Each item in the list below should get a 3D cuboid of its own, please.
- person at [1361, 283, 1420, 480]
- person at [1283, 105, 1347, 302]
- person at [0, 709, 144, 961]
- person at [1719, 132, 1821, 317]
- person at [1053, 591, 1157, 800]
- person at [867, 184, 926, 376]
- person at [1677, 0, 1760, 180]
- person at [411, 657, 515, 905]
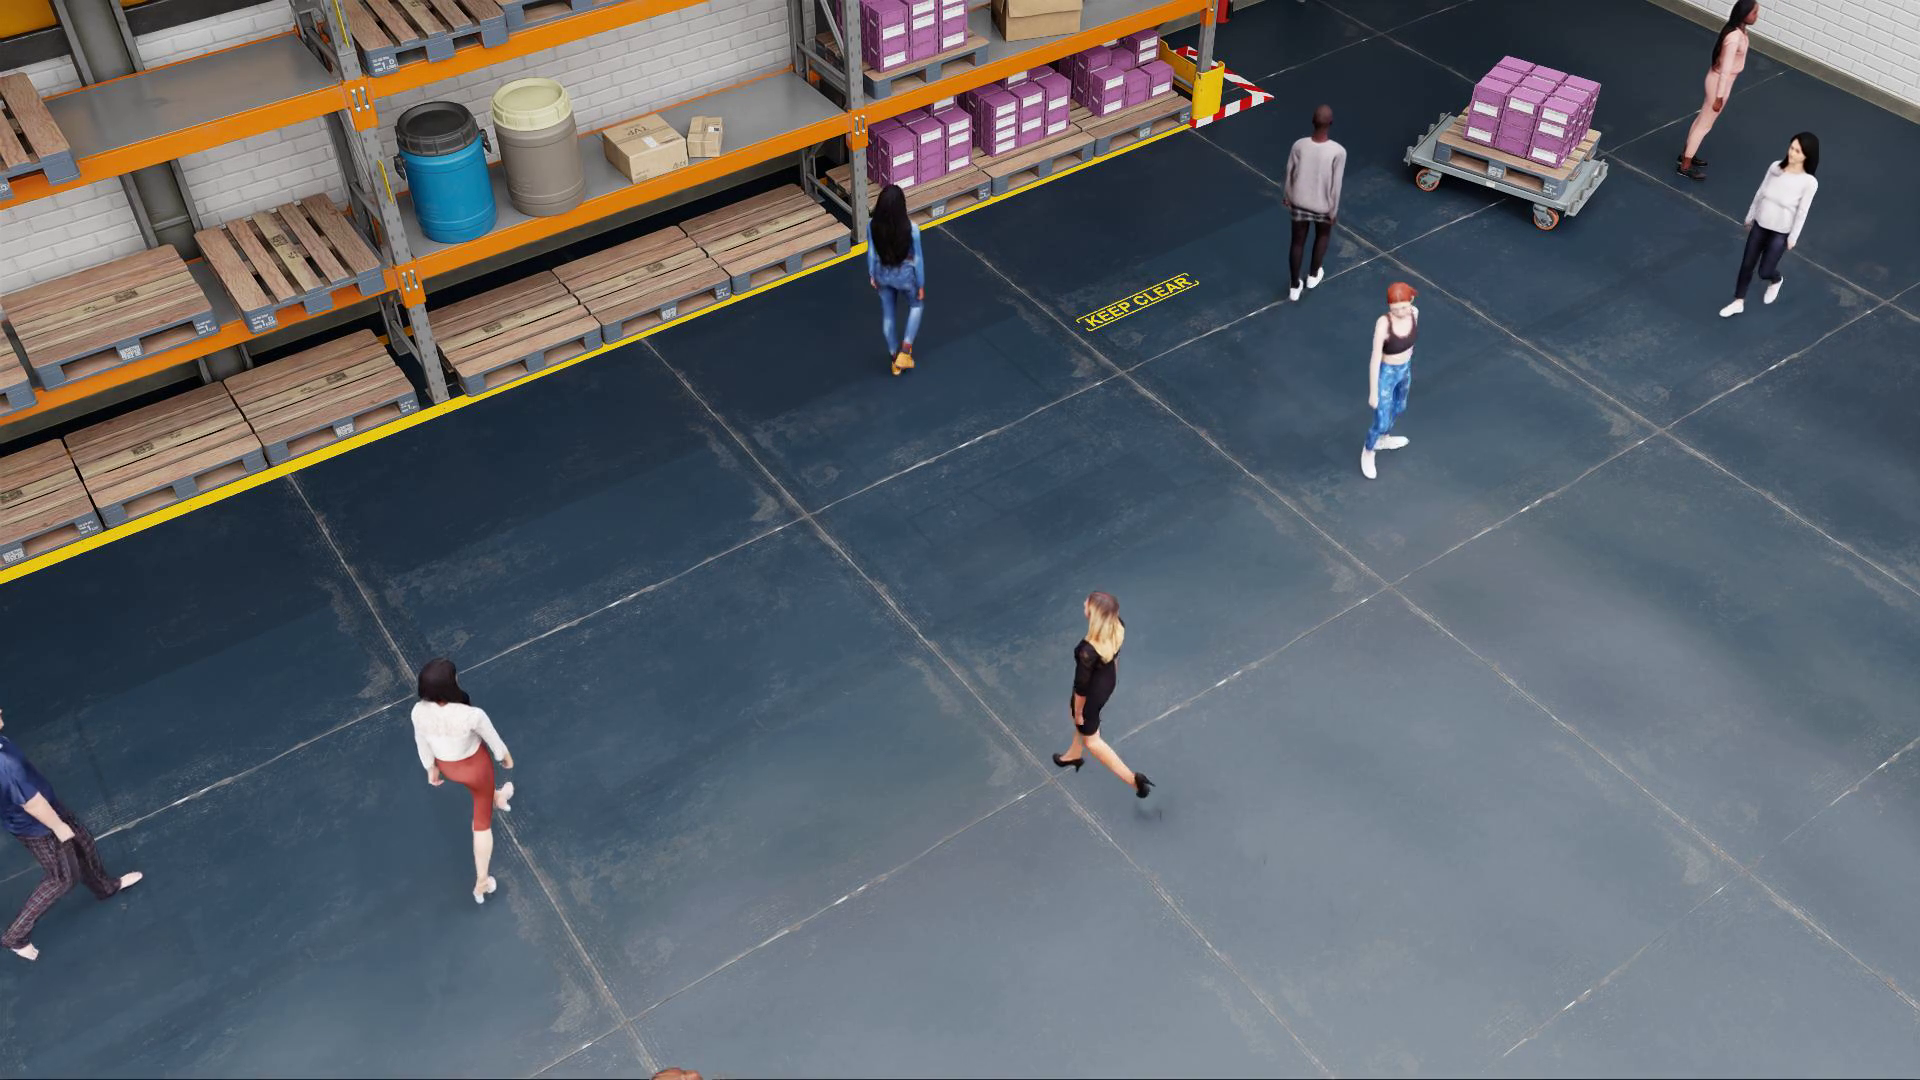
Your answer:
[{"bbox_3d":[3.136,-1.175,12.110,0.896,1.744,0.473,30,51,27],"label":"person"},{"bbox_3d":[2.880,-2.737,13.734,0.821,1.765,0.885,17,46,17],"label":"person"},{"bbox_3d":[-5.166,1.583,9.137,0.784,1.851,1.067,33,53,30],"label":"person"},{"bbox_3d":[6.715,-2.572,13.618,0.789,1.686,0.640,-23,48,-22],"label":"person"},{"bbox_3d":[0.863,0.956,9.936,0.852,1.658,0.980,25,49,24],"label":"person"},{"bbox_3d":[-0.515,-1.965,12.967,0.761,1.706,0.815,10,45,10],"label":"person"},{"bbox_3d":[6.956,-4.156,15.256,0.761,1.720,0.642,17,46,17],"label":"person"},{"bbox_3d":[-2.807,1.393,9.450,1.066,1.695,1.121,6,44,6],"label":"person"}]
